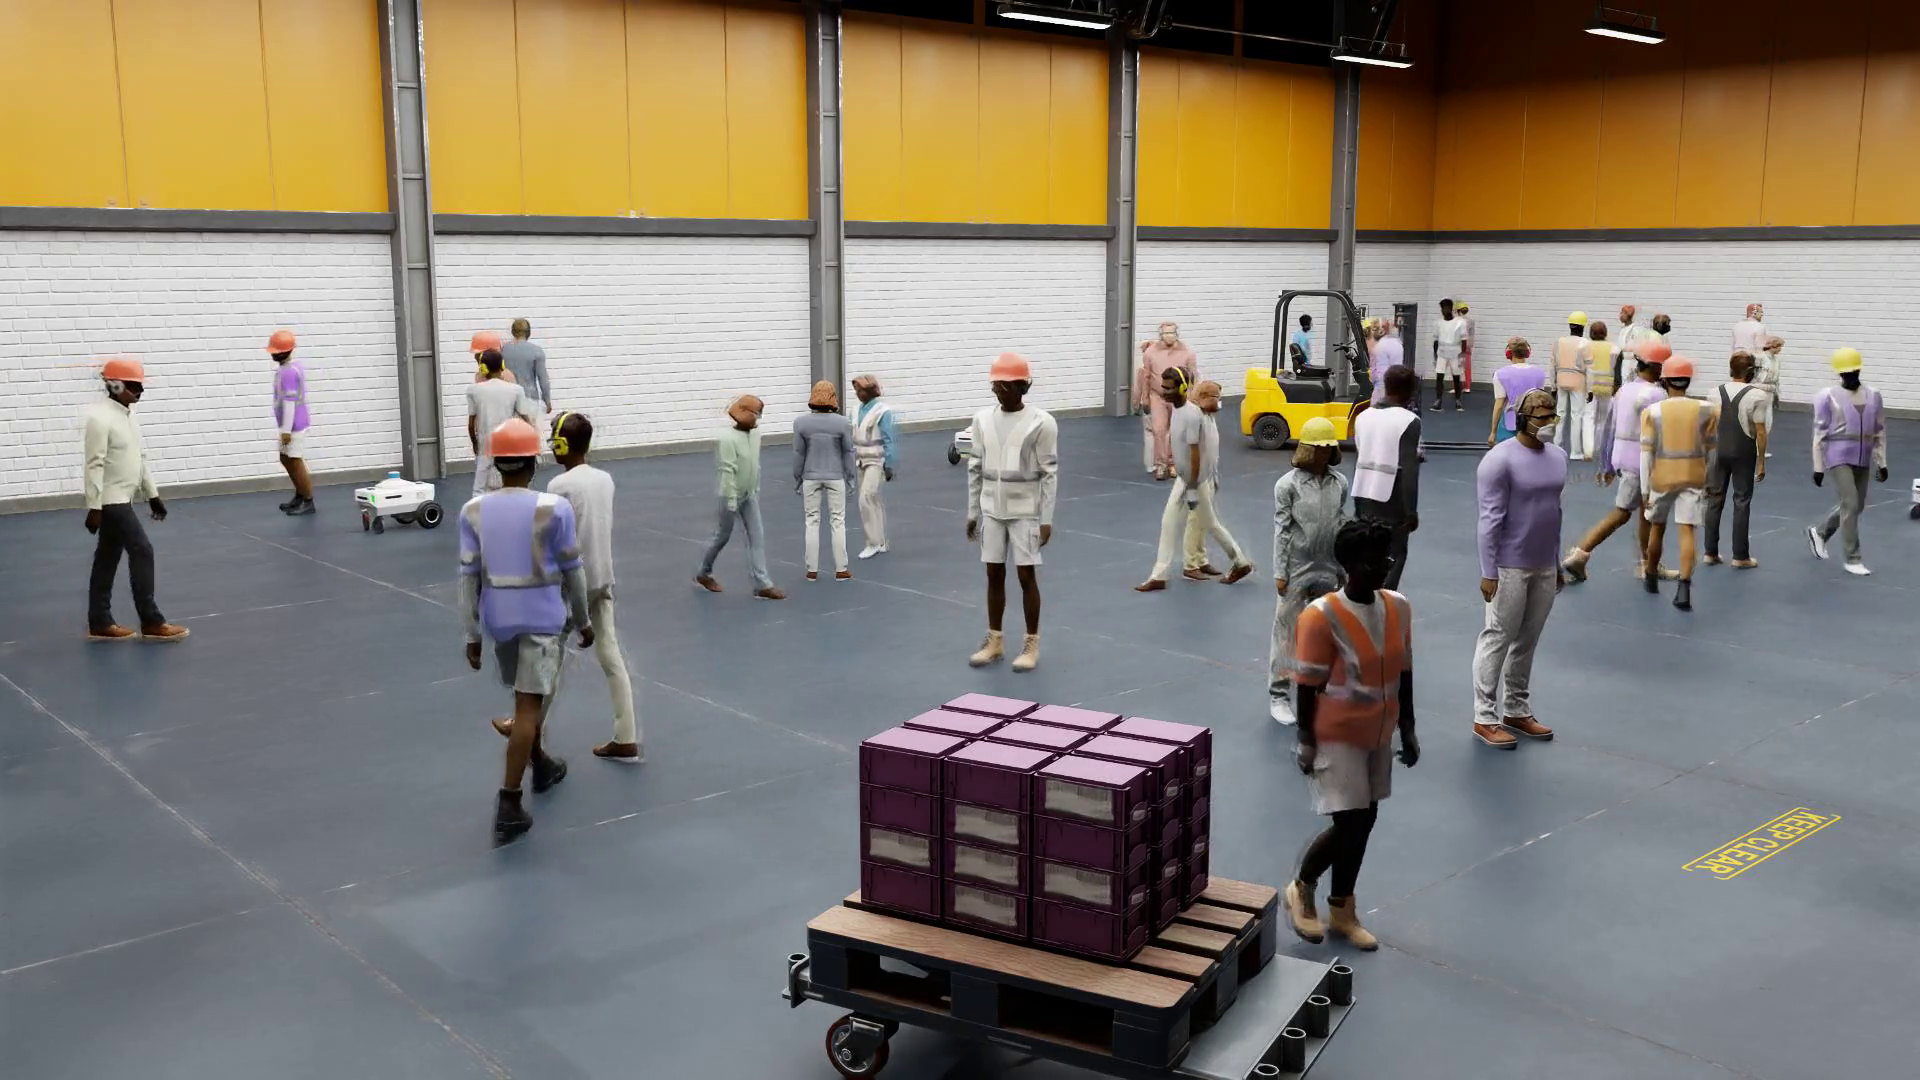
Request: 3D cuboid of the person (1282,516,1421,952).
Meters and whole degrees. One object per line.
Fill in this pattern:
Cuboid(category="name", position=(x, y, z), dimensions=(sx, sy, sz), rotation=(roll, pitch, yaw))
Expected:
Cuboid(category="person", position=(1.492, 0.740, 6.261), dimensions=(0.536, 1.685, 0.361), rotation=(-6, 12, -33))

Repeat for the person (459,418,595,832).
Cuboid(category="person", position=(-2.054, 0.377, 7.818), dimensions=(0.548, 1.890, 1.012), rotation=(2, 10, 11))

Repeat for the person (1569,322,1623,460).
Cuboid(category="person", position=(8.251, -1.936, 21.631), dimensions=(0.640, 1.794, 0.998), rotation=(2, 10, 13))

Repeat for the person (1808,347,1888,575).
Cuboid(category="person", position=(7.463, -0.684, 14.035), dimensions=(0.607, 1.879, 0.821), rotation=(-2, 10, -11))

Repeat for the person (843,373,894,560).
Cuboid(category="person", position=(-0.837, -0.641, 14.540), dimensions=(0.549, 1.618, 0.507), rotation=(-8, 12, -38))

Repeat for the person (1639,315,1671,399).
Cuboid(category="person", position=(10.143, -2.371, 24.160), dimensions=(0.971, 1.786, 0.649), rotation=(4, 10, 21))

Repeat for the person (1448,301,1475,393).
Cuboid(category="person", position=(9.627, -3.694, 31.968), dimensions=(0.526, 1.768, 0.331), rotation=(-3, 10, -16))

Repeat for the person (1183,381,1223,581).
Cuboid(category="person", position=(1.991, -0.485, 13.592), dimensions=(0.284, 1.627, 0.505), rotation=(4, 11, 23))

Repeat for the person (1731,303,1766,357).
Cuboid(category="person", position=(12.339, -2.741, 25.992), dimensions=(0.399, 1.905, 0.643), rotation=(-3, 10, -15))

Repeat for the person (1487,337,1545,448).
Cuboid(category="person", position=(5.501, -1.079, 16.435), dimensions=(0.572, 1.840, 0.373), rotation=(-3, 10, -17))

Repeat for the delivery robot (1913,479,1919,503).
Cuboid(category="delivery robot", position=(9.877, -0.500, 16.539), dimensions=(0.707, 0.478, 0.477), rotation=(-2, 10, -9))

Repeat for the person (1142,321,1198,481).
Cuboid(category="person", position=(2.467, -1.633, 19.600), dimensions=(0.646, 1.869, 0.807), rotation=(1, 10, 5))

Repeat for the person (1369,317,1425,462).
Cuboid(category="person", position=(5.553, -1.897, 21.198), dimensions=(0.732, 1.869, 0.691), rotation=(8, 13, 39))

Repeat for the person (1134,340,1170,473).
Cuboid(category="person", position=(2.396, -1.618, 20.255), dimensions=(0.573, 1.623, 0.350), rotation=(-4, 10, -22))

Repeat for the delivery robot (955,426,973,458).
Cuboid(category="delivery robot", position=(0.218, -1.288, 21.152), dimensions=(0.477, 0.478, 0.707), rotation=(5, 11, 26))

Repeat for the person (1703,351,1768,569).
Cuboid(category="person", position=(6.554, -0.677, 14.081), dimensions=(0.325, 1.842, 0.513), rotation=(-8, 13, -41))

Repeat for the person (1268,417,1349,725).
Cuboid(category="person", position=(1.992, 0.171, 9.408), dimensions=(0.489, 1.743, 0.323), rotation=(-4, 11, -25))

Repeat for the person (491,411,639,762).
Cuboid(category="person", position=(-2.065, 0.240, 8.743), dimensions=(0.935, 1.822, 0.564), rotation=(5, 11, 28))

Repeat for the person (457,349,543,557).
Cuboid(category="person", position=(-4.014, -0.757, 14.619), dimensions=(0.818, 1.837, 0.365), rotation=(-2, 10, -14))

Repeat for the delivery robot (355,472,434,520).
Cuboid(category="delivery robot", position=(-5.445, -0.414, 16.031), dimensions=(0.477, 0.478, 0.707), rotation=(8, 13, 39))

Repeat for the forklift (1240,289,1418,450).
Cuboid(category="forklift", position=(5.034, -2.339, 22.783), dimensions=(2.313, 2.155, 1.214), rotation=(3, 10, 16))

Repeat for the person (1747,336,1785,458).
Cuboid(category="person", position=(10.351, -1.831, 21.529), dimensions=(0.627, 1.609, 0.328), rotation=(-5, 11, -29))

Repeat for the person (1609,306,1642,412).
Cuboid(category="person", position=(10.684, -2.843, 26.795), dimensions=(1.008, 1.825, 0.611), rotation=(0, 10, 0))

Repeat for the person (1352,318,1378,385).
Cuboid(category="person", position=(6.137, -2.460, 24.884), dimensions=(0.890, 1.717, 0.548), rotation=(-7, 12, -37))

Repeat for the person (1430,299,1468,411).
Cuboid(category="person", position=(8.351, -3.140, 28.327), dimensions=(0.627, 1.925, 0.689), rotation=(7, 12, 35))

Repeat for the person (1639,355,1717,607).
Cuboid(category="person", position=(5.456, -0.459, 12.681), dimensions=(0.554, 1.899, 0.953), rotation=(4, 10, 20))

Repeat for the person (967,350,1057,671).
Cuboid(category="person", position=(0.309, -0.182, 10.603), dimensions=(0.612, 2.041, 0.388), rotation=(6, 11, 30))

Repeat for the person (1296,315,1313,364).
Cuboid(category="person", position=(5.738, -2.940, 27.858), dimensions=(0.318, 1.665, 0.617), rotation=(3, 10, 18))

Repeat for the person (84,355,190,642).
Cuboid(category="person", position=(-5.633, -0.271, 11.344), dimensions=(0.811, 1.956, 0.610), rotation=(-2, 10, -13))

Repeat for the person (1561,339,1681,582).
Cuboid(category="person", position=(5.337, -0.616, 13.344), dimensions=(0.997, 1.997, 0.614), rotation=(0, 10, 1))

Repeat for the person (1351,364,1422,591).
Cuboid(category="person", position=(2.923, -0.261, 11.493), dimensions=(0.447, 1.898, 0.608), rotation=(-5, 11, -28))

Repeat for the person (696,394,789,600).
Cuboid(category="person", position=(-1.724, -0.343, 12.878), dimensions=(0.837, 1.588, 0.520), rotation=(6, 11, 30))

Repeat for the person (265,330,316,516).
Cuboid(category="person", position=(-6.789, -1.177, 16.856), dimensions=(0.432, 1.900, 0.596), rotation=(-5, 11, -28))

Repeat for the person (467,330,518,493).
Cuboid(category="person", position=(-4.254, -0.948, 15.287), dimensions=(0.547, 1.969, 0.647), rotation=(-8, 12, -39))

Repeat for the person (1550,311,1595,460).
Cuboid(category="person", position=(7.931, -1.992, 21.534), dimensions=(0.367, 1.926, 0.594), rotation=(-8, 13, -40))

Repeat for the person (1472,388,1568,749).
Cuboid(category="person", position=(3.032, 0.146, 8.982), dimensions=(0.635, 1.937, 0.354), rotation=(-6, 11, -32))

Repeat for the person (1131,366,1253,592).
Cuboid(category="person", position=(1.889, -0.481, 13.120), dimensions=(1.027, 1.795, 0.532), rotation=(-3, 10, -19))

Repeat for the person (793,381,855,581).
Cuboid(category="person", position=(-1.103, -0.476, 13.517), dimensions=(0.506, 1.632, 0.268), rotation=(1, 10, 3))

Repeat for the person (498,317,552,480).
Cuboid(category="person", position=(-5.099, -1.654, 19.566), dimensions=(0.644, 1.913, 0.663), rotation=(3, 10, 15))
